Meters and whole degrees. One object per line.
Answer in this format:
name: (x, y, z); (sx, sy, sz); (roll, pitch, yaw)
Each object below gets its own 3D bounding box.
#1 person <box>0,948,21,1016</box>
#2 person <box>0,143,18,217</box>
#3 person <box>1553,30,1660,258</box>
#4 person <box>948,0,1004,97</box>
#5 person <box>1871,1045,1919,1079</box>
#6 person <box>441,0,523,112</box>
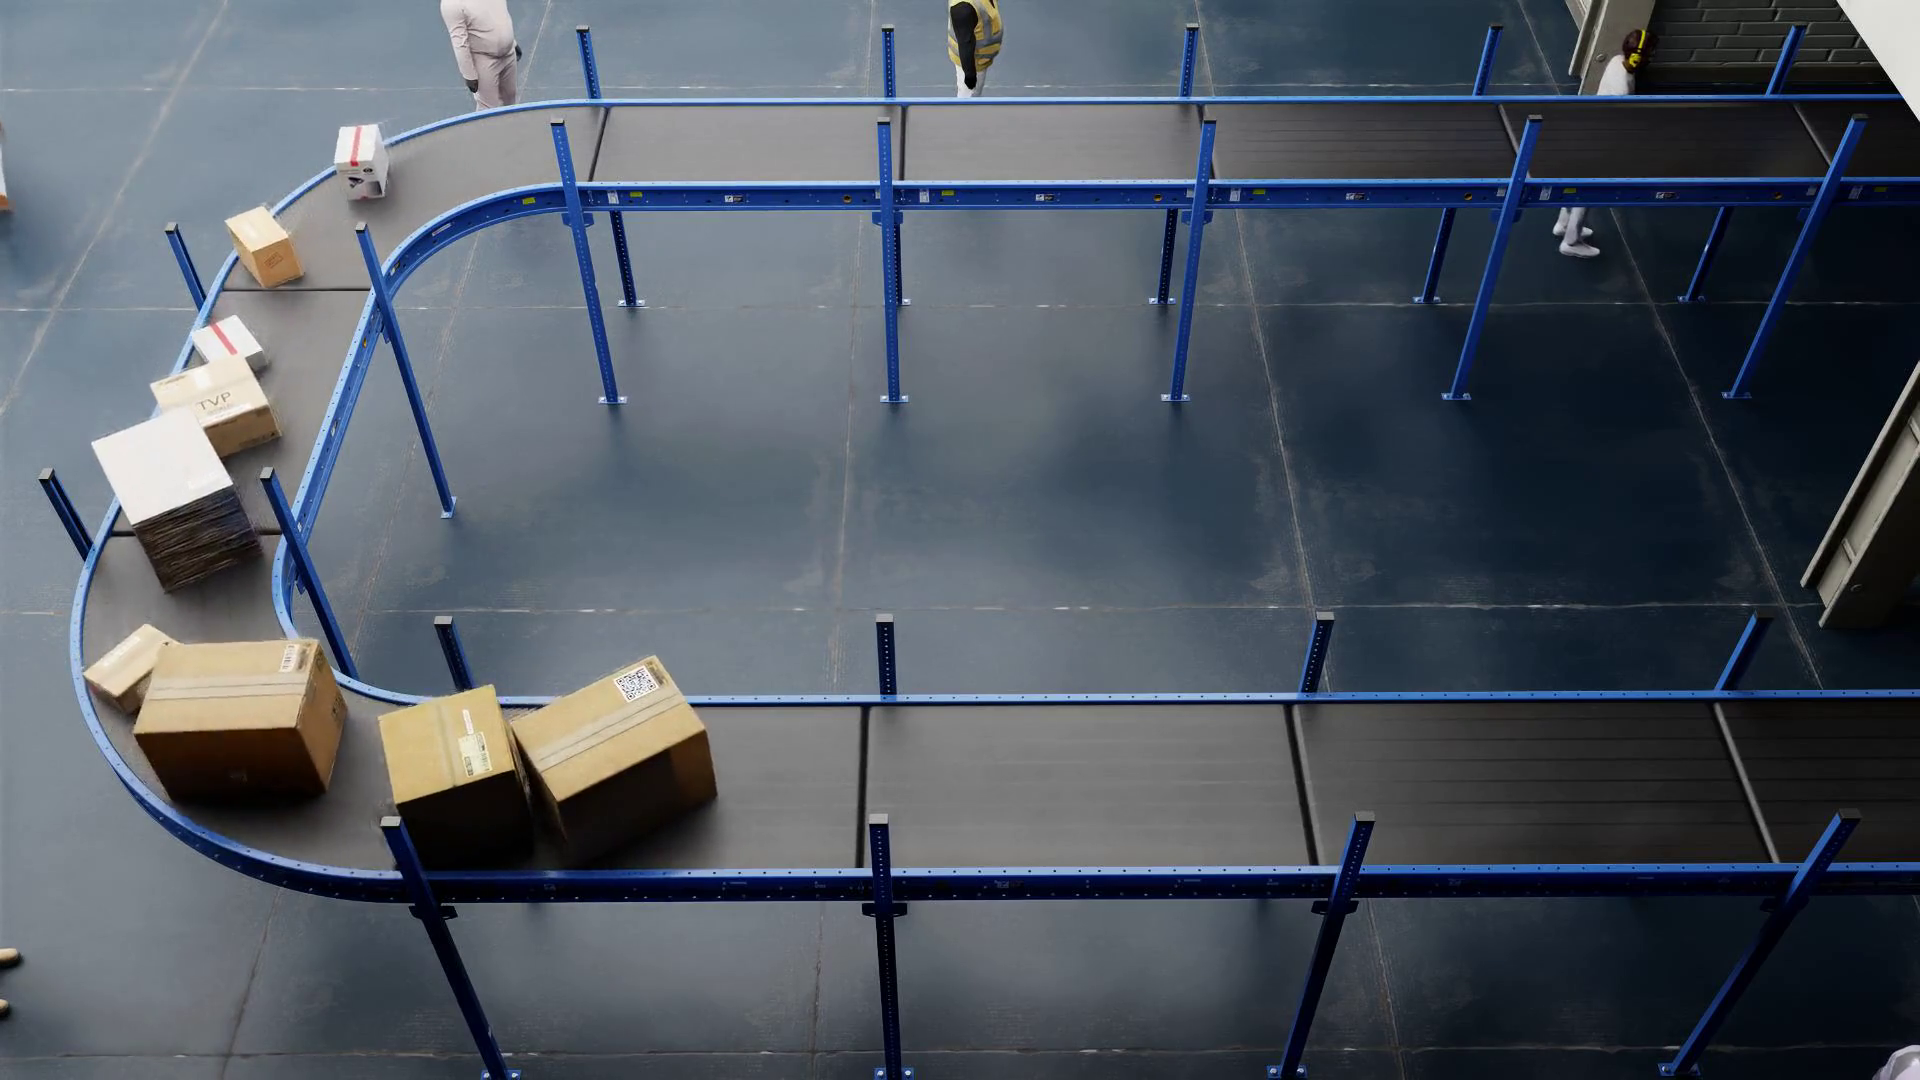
person: (-5.133, 1.771, 8.462); (0.318, 1.697, 0.535); (-7, 47, -6)
person: (-7.647, -3.245, 12.980); (0.626, 1.936, 0.525); (-15, 49, -13)
person: (4.797, -2.953, 12.761); (0.340, 1.867, 0.516); (5, 47, 5)
person: (0.124, -3.838, 13.601); (0.429, 1.844, 0.627); (7, 47, 6)
person: (4.055, 2.690, 7.444); (0.378, 1.933, 0.551); (0, 47, 0)
person: (-3.680, -3.804, 13.525); (0.407, 1.906, 0.655); (19, 50, 17)
